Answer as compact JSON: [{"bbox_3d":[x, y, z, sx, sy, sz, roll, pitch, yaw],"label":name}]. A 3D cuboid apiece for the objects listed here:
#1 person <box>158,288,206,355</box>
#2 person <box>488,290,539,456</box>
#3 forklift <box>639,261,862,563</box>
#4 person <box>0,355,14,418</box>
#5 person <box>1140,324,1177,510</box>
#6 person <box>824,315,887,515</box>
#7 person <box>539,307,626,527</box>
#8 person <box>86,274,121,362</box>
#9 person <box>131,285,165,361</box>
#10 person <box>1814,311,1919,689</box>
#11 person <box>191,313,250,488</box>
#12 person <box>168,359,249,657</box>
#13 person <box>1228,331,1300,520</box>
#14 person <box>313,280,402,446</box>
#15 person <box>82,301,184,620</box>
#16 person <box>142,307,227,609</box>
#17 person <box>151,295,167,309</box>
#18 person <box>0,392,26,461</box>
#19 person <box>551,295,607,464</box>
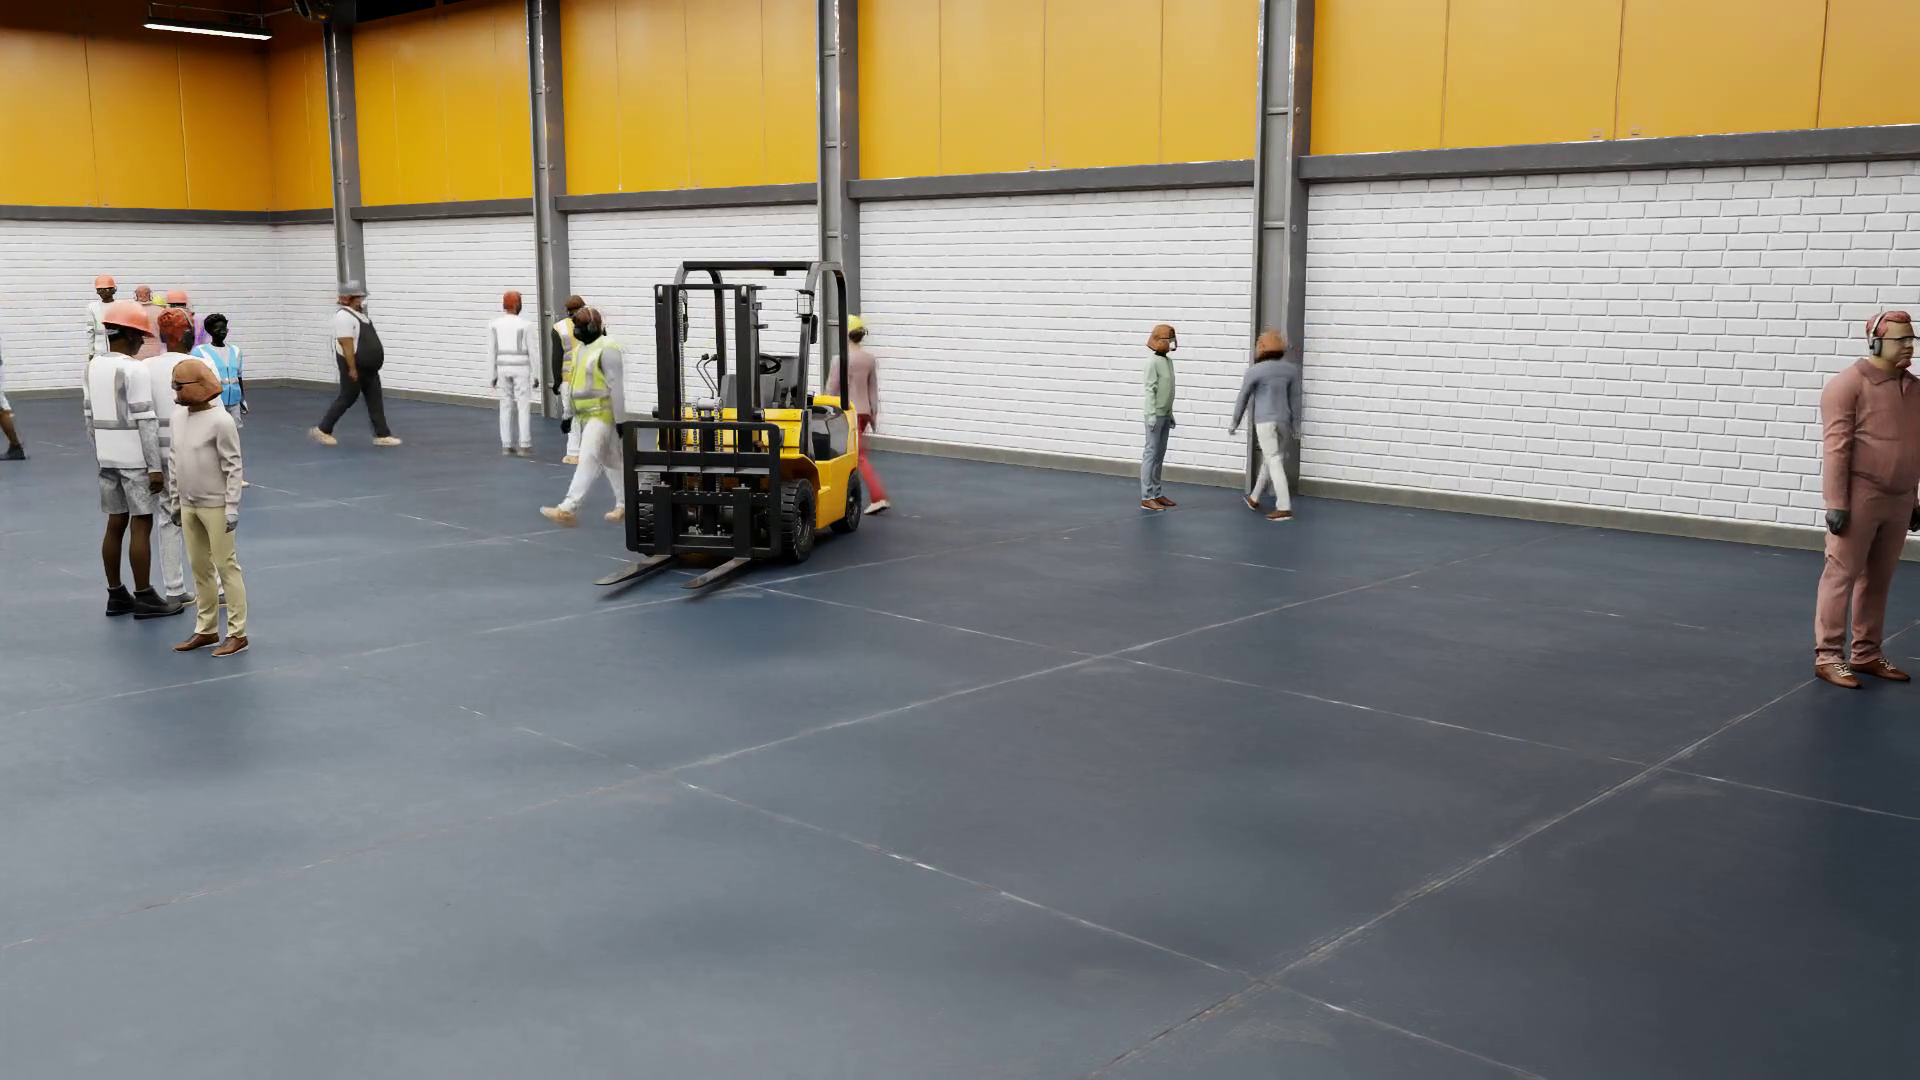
[{"bbox_3d":[-9.129,-2.015,19.636,0.968,1.901,0.558,8,12,42],"label":"person"},{"bbox_3d":[-5.061,-1.895,18.906,0.583,1.883,0.337,2,9,11],"label":"person"},{"bbox_3d":[-1.552,-1.040,12.721,1.214,2.155,2.313,2,9,11],"label":"forklift"},{"bbox_3d":[-13.588,-2.553,23.165,0.476,1.844,0.541,1,9,5],"label":"person"},{"bbox_3d":[1.774,-1.088,14.726,0.278,1.634,0.498,5,10,28],"label":"person"},{"bbox_3d":[-0.923,-1.092,14.476,0.898,1.726,0.523,7,11,36],"label":"person"},{"bbox_3d":[-3.095,-1.016,13.785,0.941,1.794,0.650,-6,11,-35],"label":"person"},{"bbox_3d":[-11.620,-2.601,22.752,0.614,2.043,0.373,-1,9,-8],"label":"person"},{"bbox_3d":[-10.841,-2.447,22.232,0.638,1.908,0.409,-5,11,-28],"label":"person"},{"bbox_3d":[4.675,-0.205,8.480,0.639,1.910,0.407,-4,10,-23],"label":"person"},{"bbox_3d":[-7.090,-1.321,15.961,0.320,1.698,0.531,6,11,33],"label":"person"},{"bbox_3d":[-4.149,-0.175,9.127,0.507,1.632,0.276,5,10,27],"label":"person"},{"bbox_3d":[2.620,-0.985,14.209,0.520,1.573,0.866,-4,10,-22],"label":"person"},{"bbox_3d":[-7.274,-2.135,19.905,0.967,2.000,0.684,1,9,4],"label":"person"},{"bbox_3d":[-5.037,-0.484,10.125,0.550,1.925,0.385,5,11,28],"label":"person"},{"bbox_3d":[-4.793,-0.493,10.318,0.575,1.883,0.355,1,9,7],"label":"person"},{"bbox_3d":[-11.620,-2.692,24.227,0.312,1.744,0.487,8,12,39],"label":"person"},{"bbox_3d":[-10.804,-1.758,18.148,1.004,1.859,0.621,-8,12,-39],"label":"person"},{"bbox_3d":[-4.154,-1.746,18.141,0.620,1.840,0.430,-6,11,-31],"label":"person"}]
